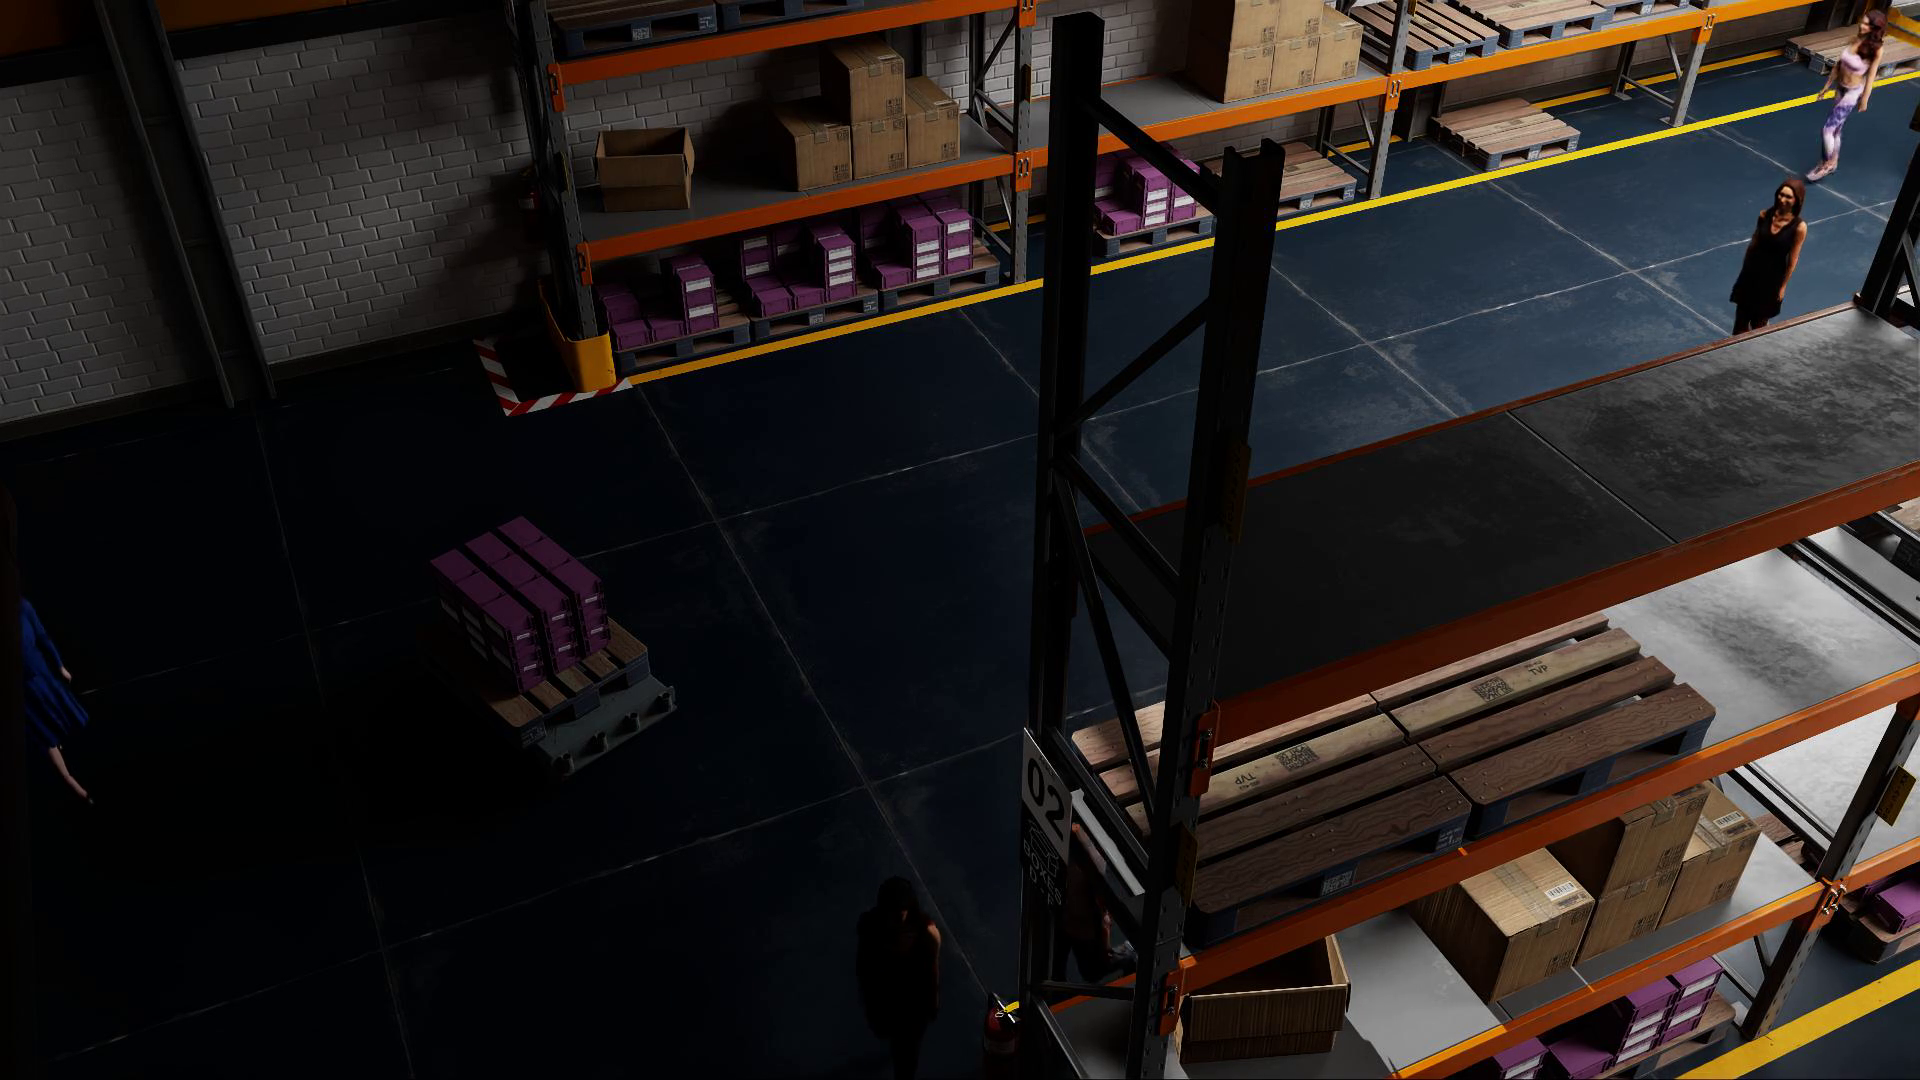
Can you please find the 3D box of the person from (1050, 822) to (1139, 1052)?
[{"bbox_3d":[0.655,1.908,8.579,0.958,1.846,1.205,31,48,33],"label":"person"}]

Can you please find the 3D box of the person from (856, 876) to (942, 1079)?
[{"bbox_3d":[-0.281,2.211,8.338,0.994,1.673,1.022,10,40,12],"label":"person"}]

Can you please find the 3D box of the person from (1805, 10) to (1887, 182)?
[{"bbox_3d":[8.929,-4.431,16.595,0.762,1.748,0.657,-6,39,-7],"label":"person"}]

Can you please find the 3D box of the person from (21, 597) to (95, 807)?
[{"bbox_3d":[-5.597,0.851,9.930,0.894,1.812,0.899,26,45,29],"label":"person"}]

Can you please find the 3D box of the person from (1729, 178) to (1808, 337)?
[{"bbox_3d":[6.632,-2.121,13.640,0.863,1.825,0.683,-27,46,-30],"label":"person"}]
